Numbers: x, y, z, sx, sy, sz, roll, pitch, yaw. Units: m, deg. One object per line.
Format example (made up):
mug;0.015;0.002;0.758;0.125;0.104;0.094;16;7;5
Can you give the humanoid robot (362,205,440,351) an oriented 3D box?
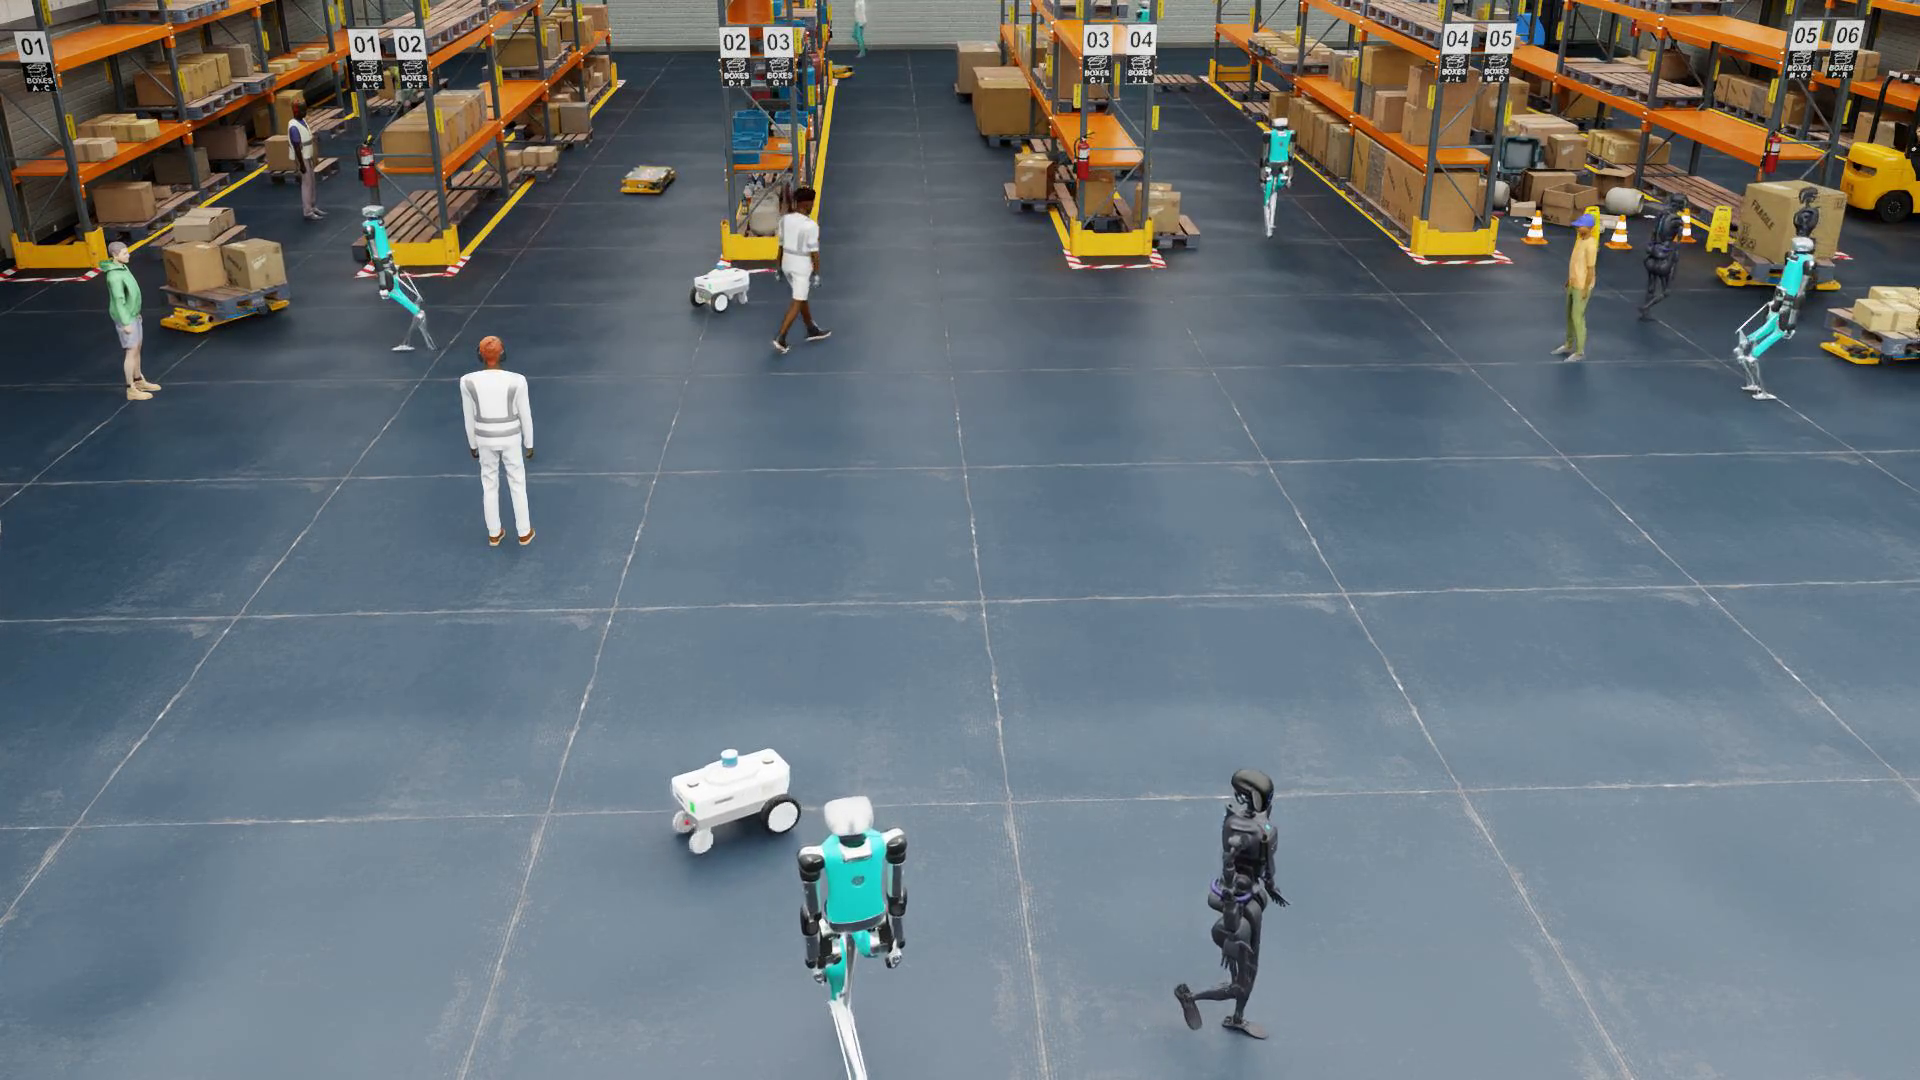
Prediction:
humanoid robot;-6.488;-2.985;19.507;0.808;1.884;0.544;-2;24;-3

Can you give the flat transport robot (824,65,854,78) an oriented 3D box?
flat transport robot;-3.288;-11.116;39.451;1.431;0.231;0.659;5;24;11

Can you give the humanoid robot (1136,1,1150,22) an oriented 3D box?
humanoid robot;4.064;-11.771;39.146;0.836;1.789;0.558;18;30;35

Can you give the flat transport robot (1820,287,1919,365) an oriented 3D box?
flat transport robot;10.999;-2.283;19.602;1.431;0.231;0.659;-4;24;-9

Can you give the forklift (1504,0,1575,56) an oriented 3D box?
forklift;14.700;-13.805;42.301;1.873;2.768;1.129;-1;24;-2

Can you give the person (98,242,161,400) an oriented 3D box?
person;-9.022;-2.381;18.032;0.316;1.731;0.476;-5;24;-11

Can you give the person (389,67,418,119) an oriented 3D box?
person;-10.912;-8.856;32.667;0.531;1.646;0.874;-1;24;-3

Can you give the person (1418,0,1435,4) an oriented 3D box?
person;11.720;-13.064;41.946;0.396;1.798;0.587;-13;27;-27

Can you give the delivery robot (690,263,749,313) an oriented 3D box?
delivery robot;-3.097;-3.255;21.459;0.518;0.614;0.785;21;31;38

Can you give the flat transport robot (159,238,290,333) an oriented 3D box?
flat transport robot;-9.291;-2.922;21.039;0.659;0.231;1.431;13;27;27

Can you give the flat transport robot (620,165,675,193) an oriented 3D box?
flat transport robot;-5.288;-6.112;28.207;0.659;0.231;1.431;1;24;1

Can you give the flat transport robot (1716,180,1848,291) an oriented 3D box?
flat transport robot;11.081;-3.583;22.523;1.431;0.231;0.659;4;24;9

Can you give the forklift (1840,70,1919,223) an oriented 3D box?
forklift;15.132;-6.143;25.915;2.313;2.155;1.214;-1;24;-2

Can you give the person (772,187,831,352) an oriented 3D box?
person;-1.957;-3.207;19.668;0.972;1.911;0.653;-22;32;-40

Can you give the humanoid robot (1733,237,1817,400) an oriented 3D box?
humanoid robot;8.738;-2.404;17.999;0.704;1.743;0.532;0;24;0

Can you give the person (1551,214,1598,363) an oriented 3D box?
person;7.155;-2.915;19.270;0.373;1.698;0.493;0;24;1

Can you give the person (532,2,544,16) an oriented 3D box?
person;-10.418;-12.647;40.931;0.372;1.863;0.505;-18;30;-34

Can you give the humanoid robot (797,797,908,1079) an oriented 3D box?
humanoid robot;-0.584;1.939;8.375;0.542;1.749;1.047;-8;25;-17

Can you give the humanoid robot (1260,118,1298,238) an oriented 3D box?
humanoid robot;4.682;-5.443;24.905;0.545;1.790;0.861;-4;24;-8

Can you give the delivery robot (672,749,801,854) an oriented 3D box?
delivery robot;-1.417;1.609;10.529;0.803;0.614;0.499;-14;28;-29

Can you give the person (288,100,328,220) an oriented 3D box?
person;-10.177;-5.893;25.794;0.405;1.832;0.570;-3;24;-7

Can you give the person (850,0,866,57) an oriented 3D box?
person;-2.565;-13.112;42.106;0.378;1.743;0.540;-10;26;-21

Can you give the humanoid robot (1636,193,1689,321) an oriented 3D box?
humanoid robot;8.632;-3.492;20.591;0.442;1.641;0.615;-5;24;-10

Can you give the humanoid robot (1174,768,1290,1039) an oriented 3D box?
humanoid robot;1.409;1.855;8.581;0.484;1.647;0.602;13;27;28

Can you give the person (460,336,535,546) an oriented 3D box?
person;-3.978;-0.846;14.406;0.565;1.879;0.351;-3;24;-7

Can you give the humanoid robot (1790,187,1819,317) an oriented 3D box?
humanoid robot;10.530;-3.585;20.800;0.343;1.642;0.584;11;26;23
